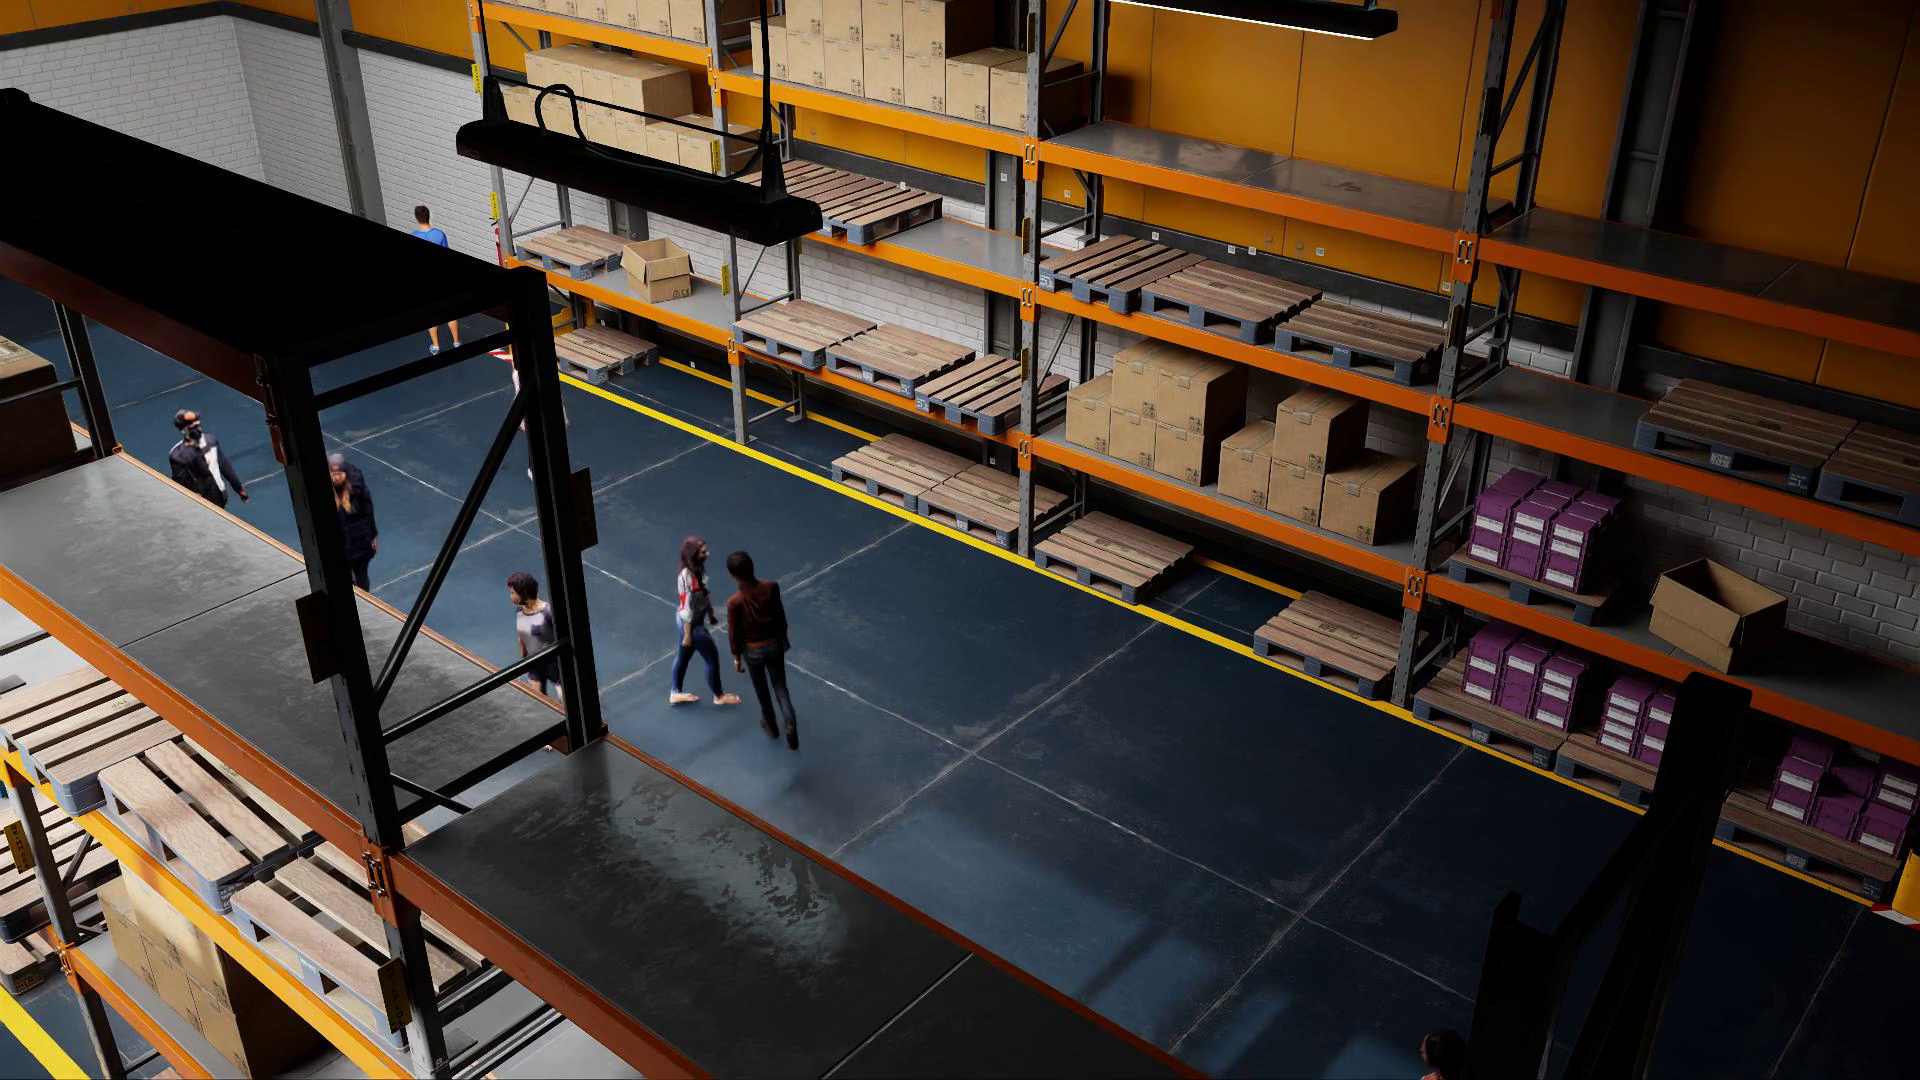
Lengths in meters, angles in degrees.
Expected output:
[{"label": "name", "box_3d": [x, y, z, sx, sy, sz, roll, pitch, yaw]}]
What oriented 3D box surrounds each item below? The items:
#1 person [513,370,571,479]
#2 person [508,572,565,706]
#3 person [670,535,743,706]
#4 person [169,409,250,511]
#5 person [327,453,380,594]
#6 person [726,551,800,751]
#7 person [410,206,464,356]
[{"label": "person", "box_3d": [-4.354, -1.269, 17.097, 0.725, 1.692, 1.208, -23, 36, -35]}, {"label": "person", "box_3d": [-3.225, 0.942, 13.197, 0.579, 1.545, 0.813, 5, 29, 9]}, {"label": "person", "box_3d": [-2.271, 0.684, 13.630, 0.941, 1.585, 0.886, -6, 29, -11]}, {"label": "person", "box_3d": [-6.959, -0.349, 15.253, 1.314, 1.843, 1.005, 9, 30, 16]}, {"label": "person", "box_3d": [-5.476, -0.042, 14.875, 0.784, 1.666, 0.798, -11, 31, -20]}, {"label": "person", "box_3d": [-1.512, 0.916, 13.040, 0.910, 1.742, 1.072, -11, 30, -19]}, {"label": "person", "box_3d": [-6.453, -3.182, 20.420, 0.701, 1.868, 0.709, -11, 31, -20]}]
